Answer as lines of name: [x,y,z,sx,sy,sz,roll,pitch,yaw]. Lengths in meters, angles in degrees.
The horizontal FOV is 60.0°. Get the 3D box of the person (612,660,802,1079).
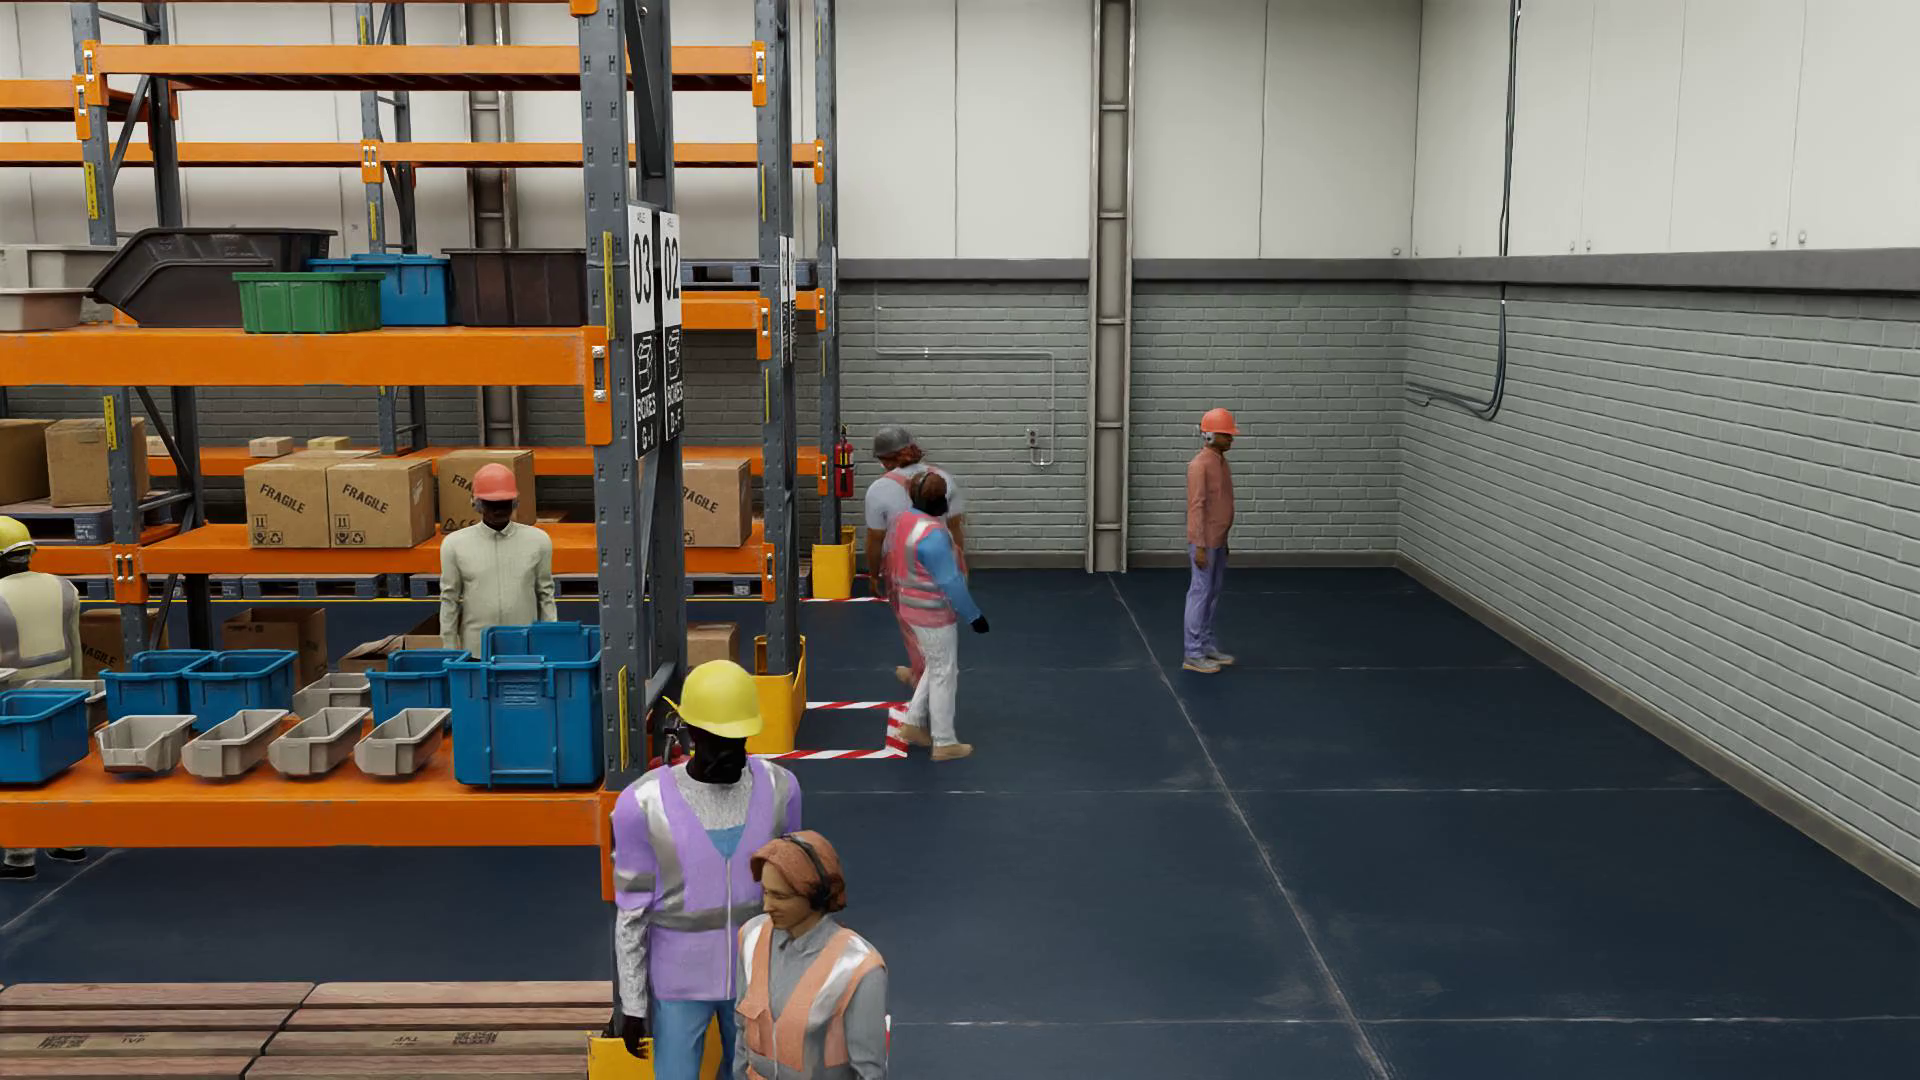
person: [-0.718,1.288,4.930,0.598,1.913,0.404,-5,11,-28]

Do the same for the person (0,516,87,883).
person: [-4.661,0.785,8.288,0.403,1.824,0.597,4,10,25]

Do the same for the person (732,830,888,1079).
person: [-0.381,1.531,4.291,0.523,1.631,0.317,8,12,39]

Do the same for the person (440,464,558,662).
person: [-2.496,0.574,9.046,0.625,1.991,0.391,-4,10,-22]

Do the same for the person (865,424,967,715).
person: [-0.380,0.148,11.515,0.731,2.000,0.916,-6,11,-33]

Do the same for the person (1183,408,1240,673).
person: [1.907,-0.003,12.586,0.396,1.992,0.622,5,10,28]

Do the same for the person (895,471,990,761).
person: [-0.114,0.466,10.259,0.541,1.816,0.662,-2,10,-14]
